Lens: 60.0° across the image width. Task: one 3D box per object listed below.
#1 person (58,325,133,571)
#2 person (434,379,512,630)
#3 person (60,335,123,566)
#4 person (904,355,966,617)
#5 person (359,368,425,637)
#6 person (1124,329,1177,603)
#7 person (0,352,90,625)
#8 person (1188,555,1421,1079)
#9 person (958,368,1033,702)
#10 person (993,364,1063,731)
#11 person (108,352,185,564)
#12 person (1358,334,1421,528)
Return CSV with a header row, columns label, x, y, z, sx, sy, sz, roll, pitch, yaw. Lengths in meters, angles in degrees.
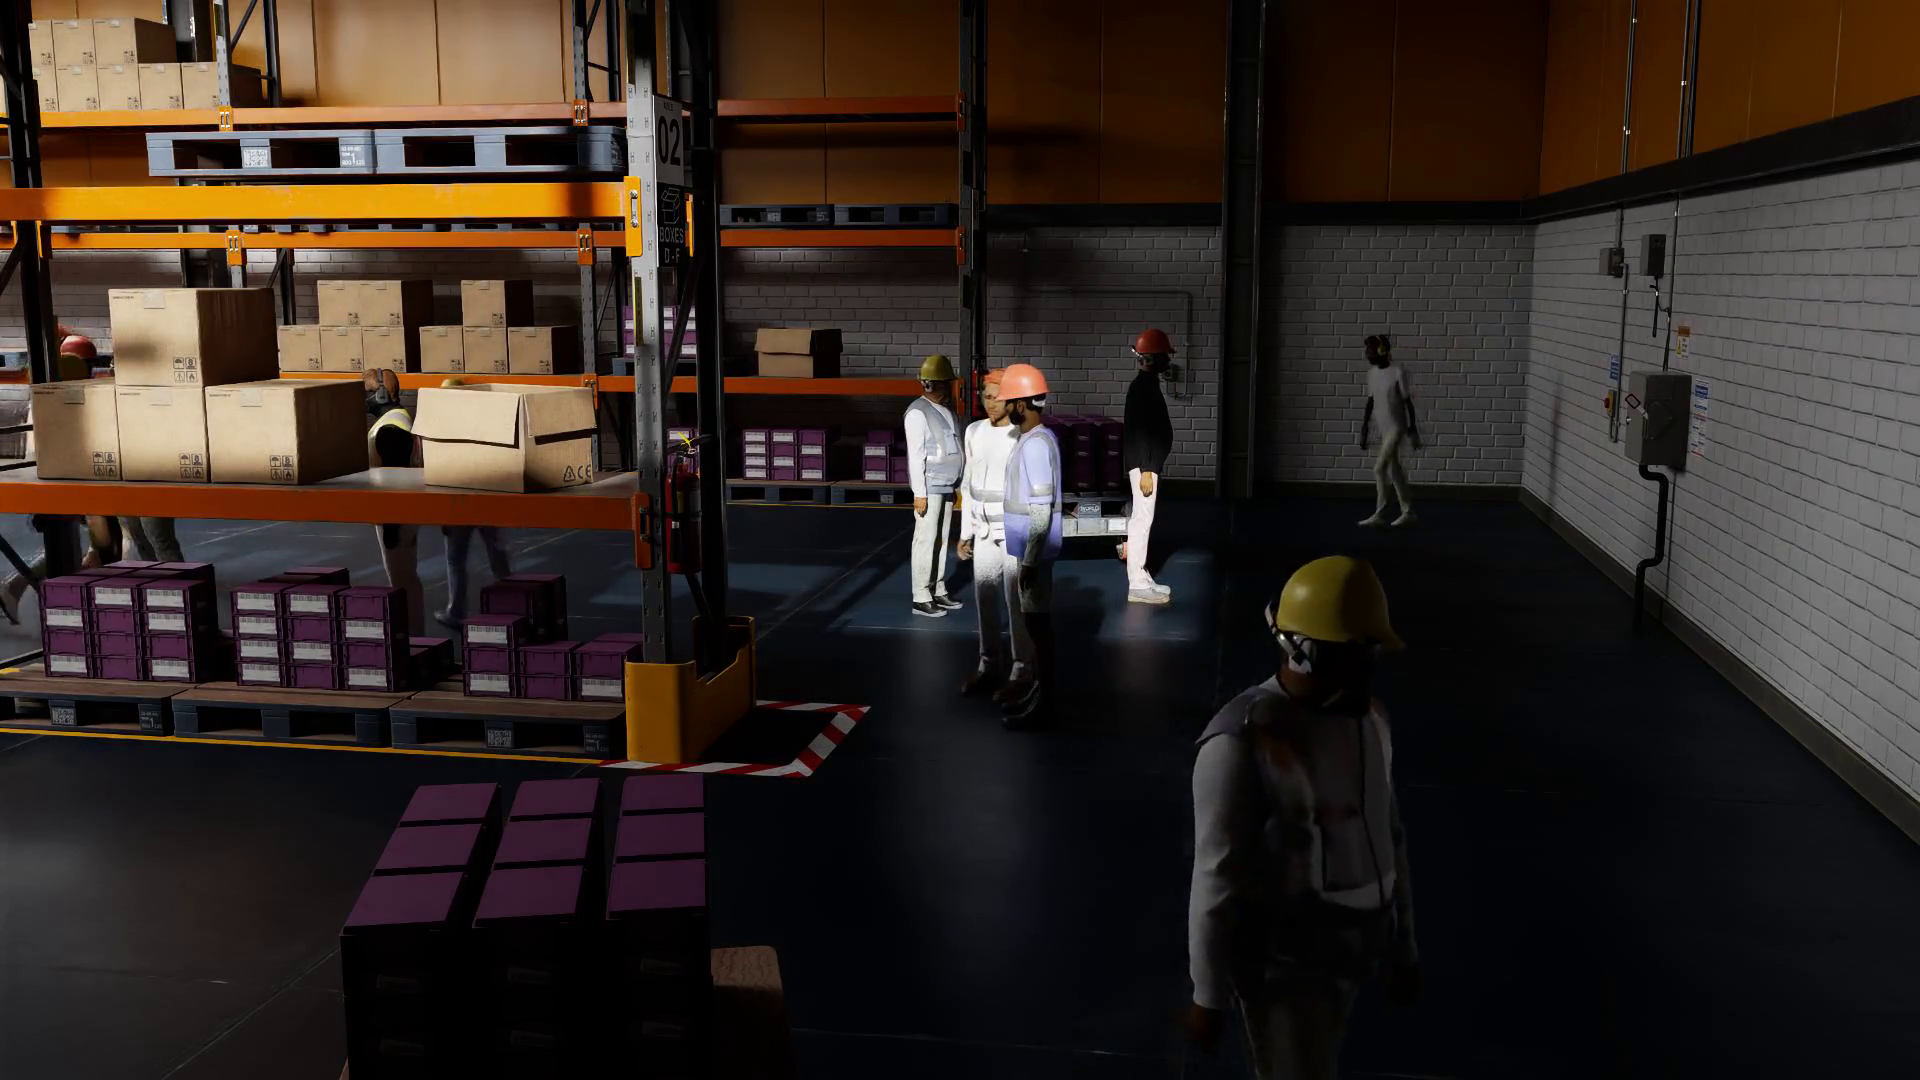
label,x,y,z,sx,sy,sz,roll,pitch,yaw
person,-6.959,-0.707,13.167,0.614,2.012,0.684,0,9,-2
person,-3.217,-0.196,10.936,0.912,1.704,0.545,9,13,44
person,-6.517,-0.556,12.451,0.375,1.939,0.546,-1,9,-9
person,-0.163,-0.387,11.725,0.404,1.830,0.602,4,10,23
person,-3.485,-0.137,10.201,0.430,1.835,0.621,-4,10,-21
person,1.384,-0.544,12.201,0.377,1.995,0.608,2,9,10
person,-6.052,-0.294,10.993,0.736,1.887,0.628,-2,9,-12
person,0.826,0.927,3.681,0.618,1.796,0.766,-9,13,-44
person,0.234,-0.029,9.375,0.585,1.878,0.368,9,13,43
person,0.353,0.041,8.770,0.374,1.929,0.551,1,9,4
person,-5.494,-0.360,11.236,0.635,1.936,0.350,7,11,37
person,4.014,-1.011,15.627,0.821,1.822,0.537,-3,10,-20
